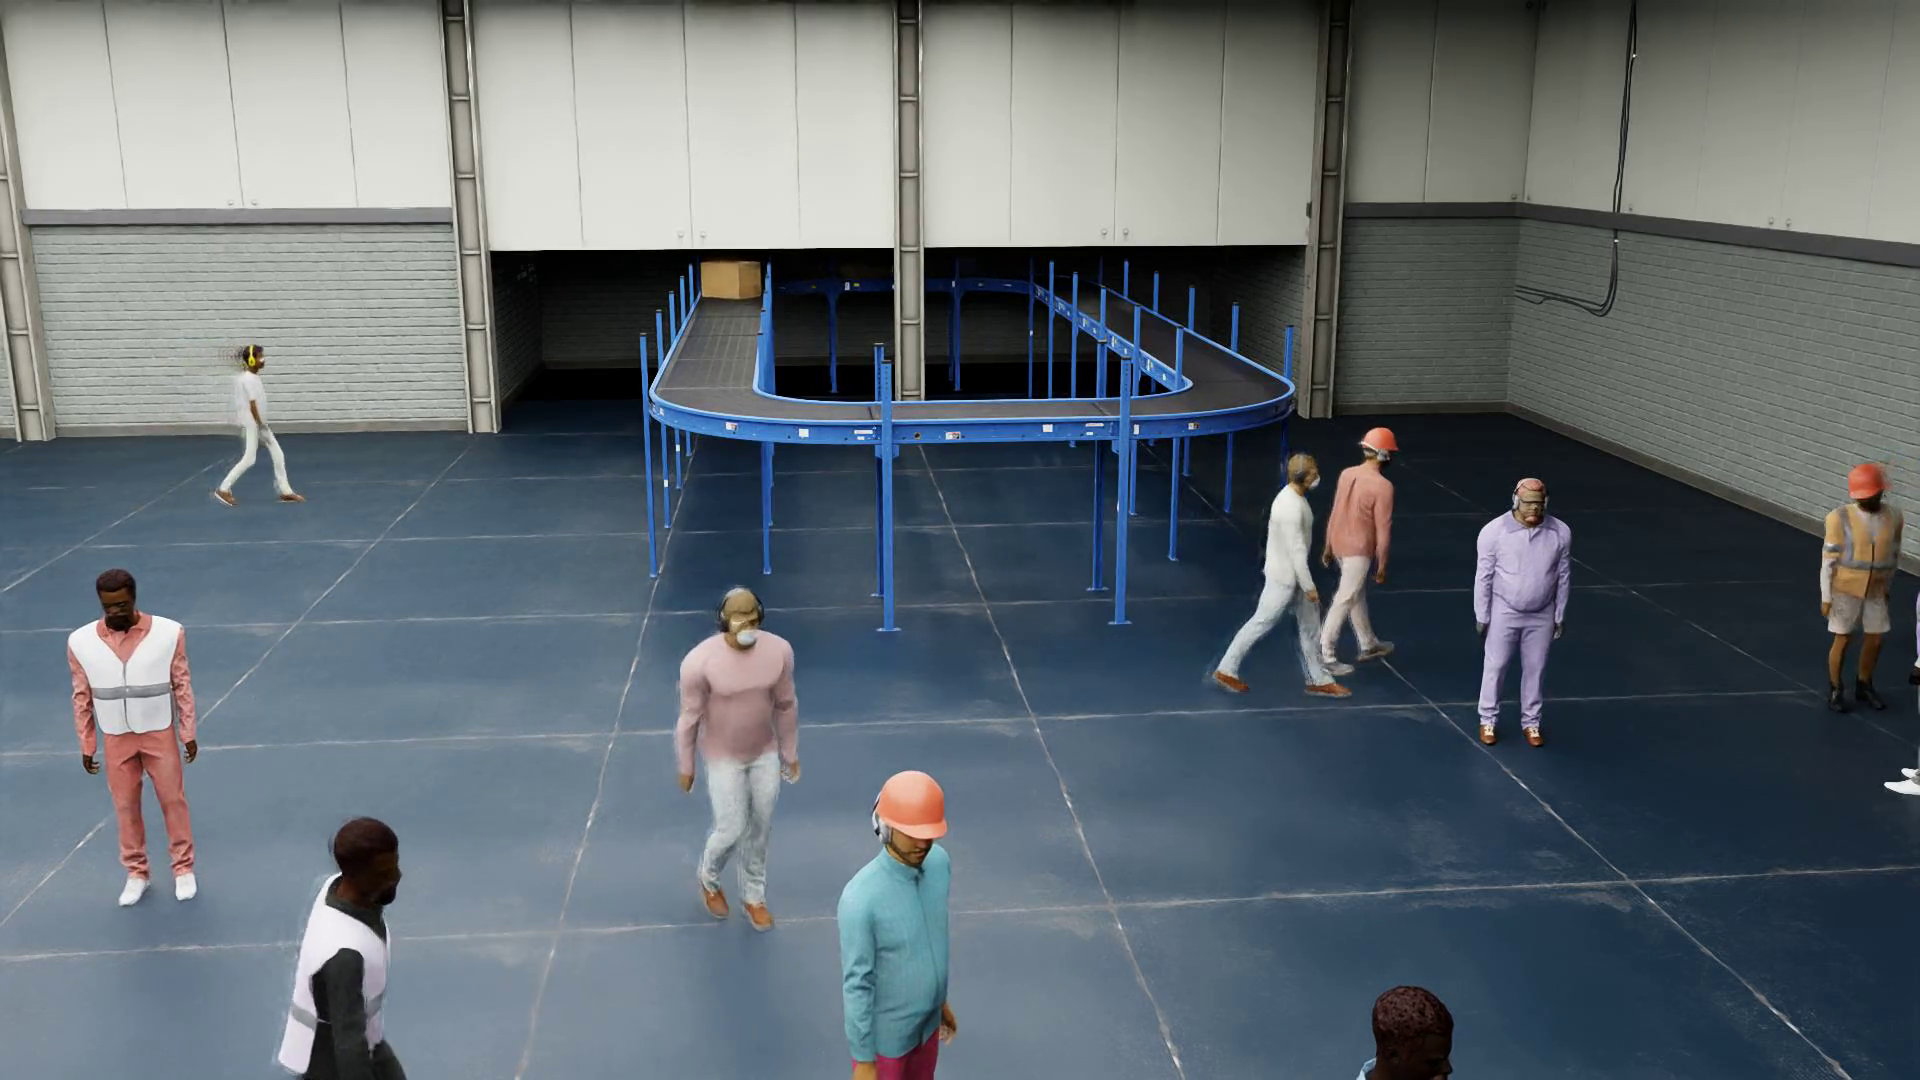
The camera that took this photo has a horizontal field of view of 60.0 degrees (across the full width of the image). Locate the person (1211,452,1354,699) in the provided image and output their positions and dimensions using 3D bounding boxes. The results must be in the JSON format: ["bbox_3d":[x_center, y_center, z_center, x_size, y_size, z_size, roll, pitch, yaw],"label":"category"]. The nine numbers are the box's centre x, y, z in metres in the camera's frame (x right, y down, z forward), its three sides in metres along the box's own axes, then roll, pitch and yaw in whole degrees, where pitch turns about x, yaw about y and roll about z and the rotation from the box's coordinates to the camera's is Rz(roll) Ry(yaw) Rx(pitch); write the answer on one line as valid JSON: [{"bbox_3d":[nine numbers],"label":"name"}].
[{"bbox_3d":[2.406,0.270,12.422,1.049,1.893,0.629,5,15,18],"label":"person"}]

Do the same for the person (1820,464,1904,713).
[{"bbox_3d":[6.488,0.360,12.017,0.575,1.888,0.503,1,14,3],"label":"person"}]

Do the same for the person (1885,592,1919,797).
[{"bbox_3d":[6.231,0.697,10.601,0.600,1.926,0.381,-12,18,-40],"label":"person"}]

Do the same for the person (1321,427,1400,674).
[{"bbox_3d":[3.158,0.086,13.072,0.859,1.935,0.650,-5,15,-19],"label":"person"}]

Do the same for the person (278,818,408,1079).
[{"bbox_3d":[-2.198,1.872,5.996,0.539,1.878,0.616,-3,14,-11],"label":"person"}]

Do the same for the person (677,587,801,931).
[{"bbox_3d":[-1.148,1.155,8.767,0.649,1.921,0.421,-9,17,-33],"label":"person"}]

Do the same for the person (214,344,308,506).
[{"bbox_3d":[-7.980,-1.289,18.748,0.936,1.833,0.519,-2,14,-7],"label":"person"}]

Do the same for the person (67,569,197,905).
[{"bbox_3d":[-4.528,1.068,9.160,0.597,1.908,0.409,-5,15,-18],"label":"person"}]

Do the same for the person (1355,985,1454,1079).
[{"bbox_3d":[1.192,2.152,4.817,0.397,1.911,0.587,13,19,41],"label":"person"}]

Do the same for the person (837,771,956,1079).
[{"bbox_3d":[-0.203,1.782,6.125,0.392,1.991,0.613,9,17,32],"label":"person"}]

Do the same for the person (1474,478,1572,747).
[{"bbox_3d":[3.860,0.504,11.443,0.635,1.900,0.397,1,14,2],"label":"person"}]
